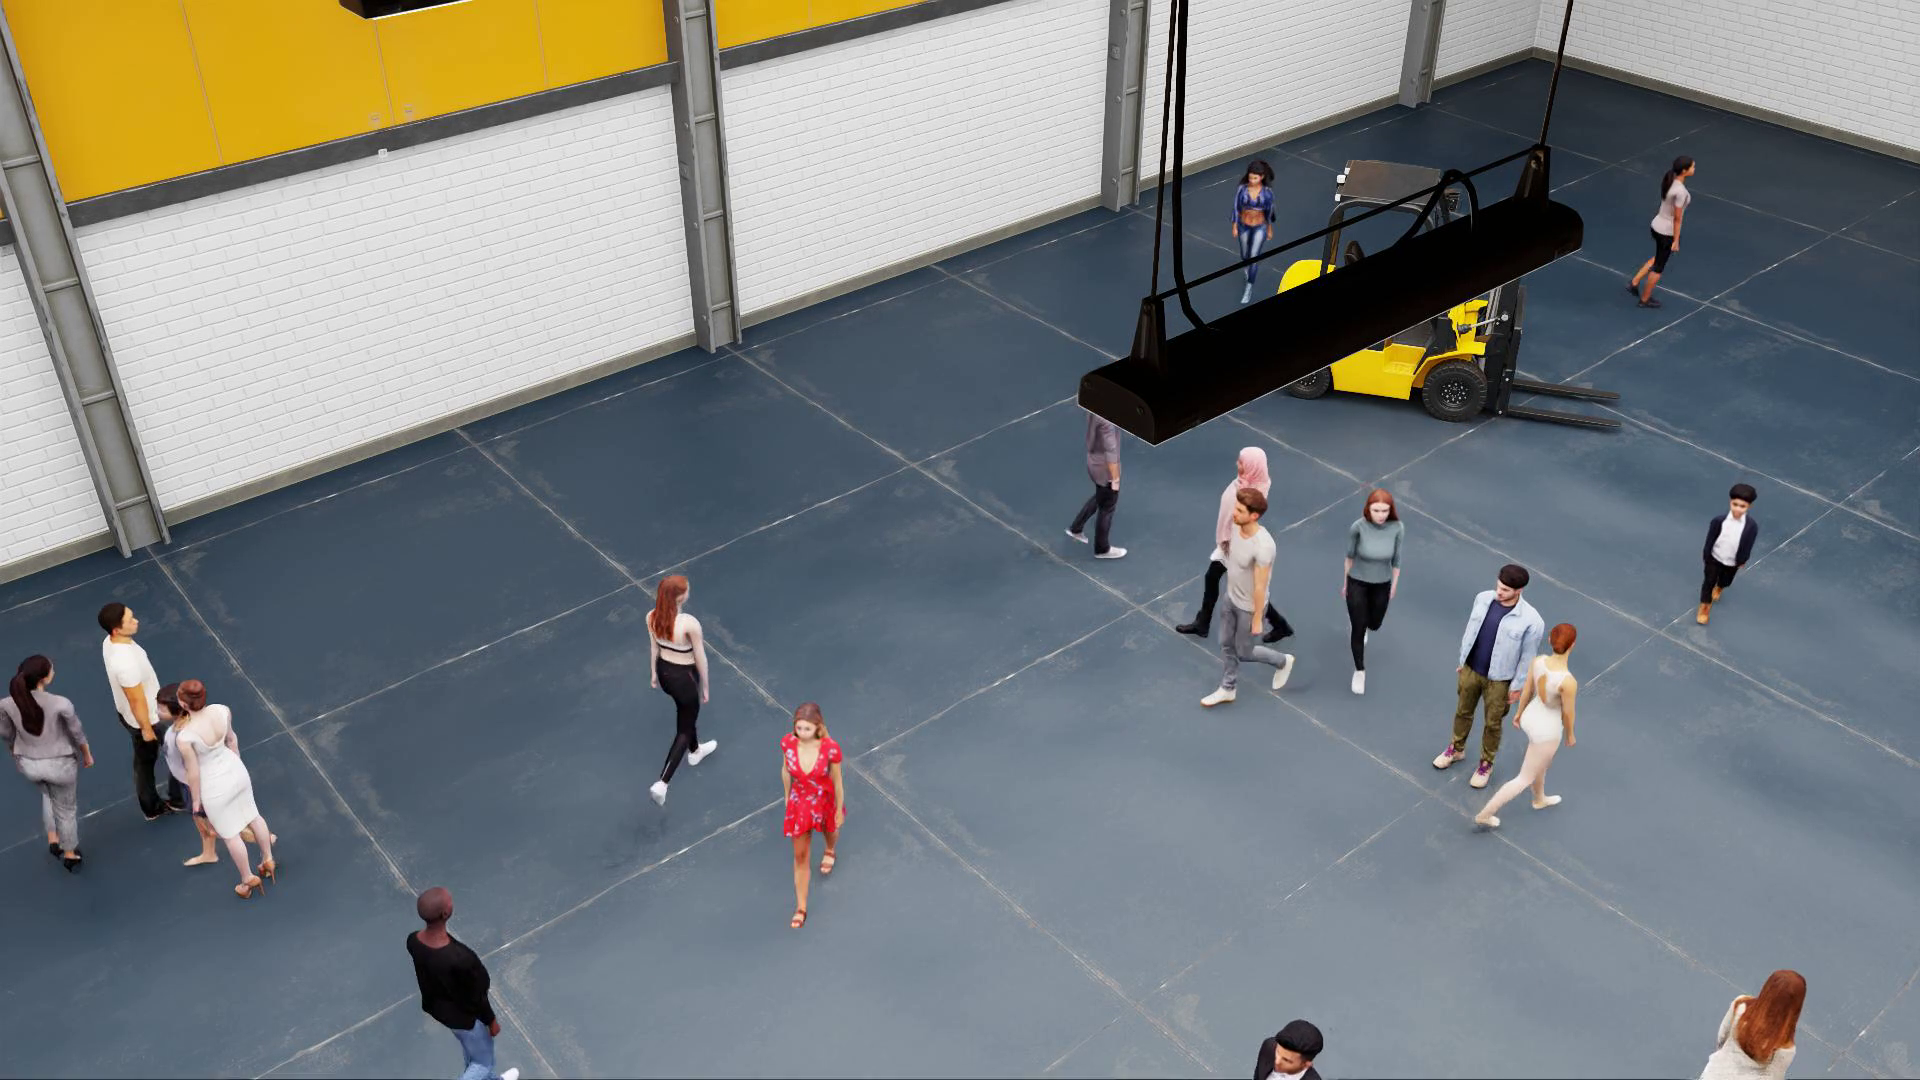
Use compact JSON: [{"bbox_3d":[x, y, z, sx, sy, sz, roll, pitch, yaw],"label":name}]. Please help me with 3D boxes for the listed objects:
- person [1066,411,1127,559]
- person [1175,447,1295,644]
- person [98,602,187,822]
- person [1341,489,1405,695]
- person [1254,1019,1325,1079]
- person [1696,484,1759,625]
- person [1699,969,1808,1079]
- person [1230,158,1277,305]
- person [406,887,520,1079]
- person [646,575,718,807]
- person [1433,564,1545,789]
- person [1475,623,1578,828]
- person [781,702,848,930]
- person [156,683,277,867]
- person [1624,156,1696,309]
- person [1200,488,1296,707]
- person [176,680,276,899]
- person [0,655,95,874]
[{"bbox_3d":[1.134,-0.638,13.931,0.914,1.842,0.869,-6,34,-9],"label":"person"},{"bbox_3d":[2.257,0.101,12.889,1.170,1.765,1.159,5,34,7],"label":"person"},{"bbox_3d":[-5.600,1.203,11.214,0.669,1.783,0.660,-28,43,-35],"label":"person"},{"bbox_3d":[3.083,0.316,12.600,0.913,1.727,0.989,4,34,6],"label":"person"},{"bbox_3d":[1.673,3.044,8.376,1.233,1.859,0.988,-11,35,-16],"label":"person"},{"bbox_3d":[6.187,0.076,13.424,0.679,1.213,0.840,16,37,22],"label":"person"},{"bbox_3d":[4.012,2.911,8.740,1.215,1.677,0.778,-16,37,-22],"label":"person"},{"bbox_3d":[3.250,-3.472,18.420,0.996,1.593,1.167,9,35,14],"label":"person"},{"bbox_3d":[-2.782,2.634,9.106,0.797,1.734,1.028,18,38,25],"label":"person"},{"bbox_3d":[-1.991,1.057,11.493,0.929,1.717,1.196,14,36,20],"label":"person"},{"bbox_3d":[3.706,0.917,11.620,0.566,1.810,0.681,-28,43,-35],"label":"person"},{"bbox_3d":[3.856,1.307,11.216,1.038,1.608,0.781,-9,35,-14],"label":"person"},{"bbox_3d":[-0.909,1.650,10.755,0.996,1.547,1.104,5,34,7],"label":"person"},{"bbox_3d":[-4.913,1.560,10.897,0.972,1.540,0.803,-8,34,-11],"label":"person"},{"bbox_3d":[7.580,-3.345,18.098,0.839,1.737,0.781,-1,34,-1],"label":"person"},{"bbox_3d":[2.191,0.438,12.280,1.070,1.878,0.864,-13,36,-19],"label":"person"},{"bbox_3d":[-4.706,1.582,10.638,0.699,1.791,0.560,15,36,21],"label":"person"},{"bbox_3d":[-5.935,1.535,10.840,0.734,1.644,0.822,-6,34,-9],"label":"person"}]
